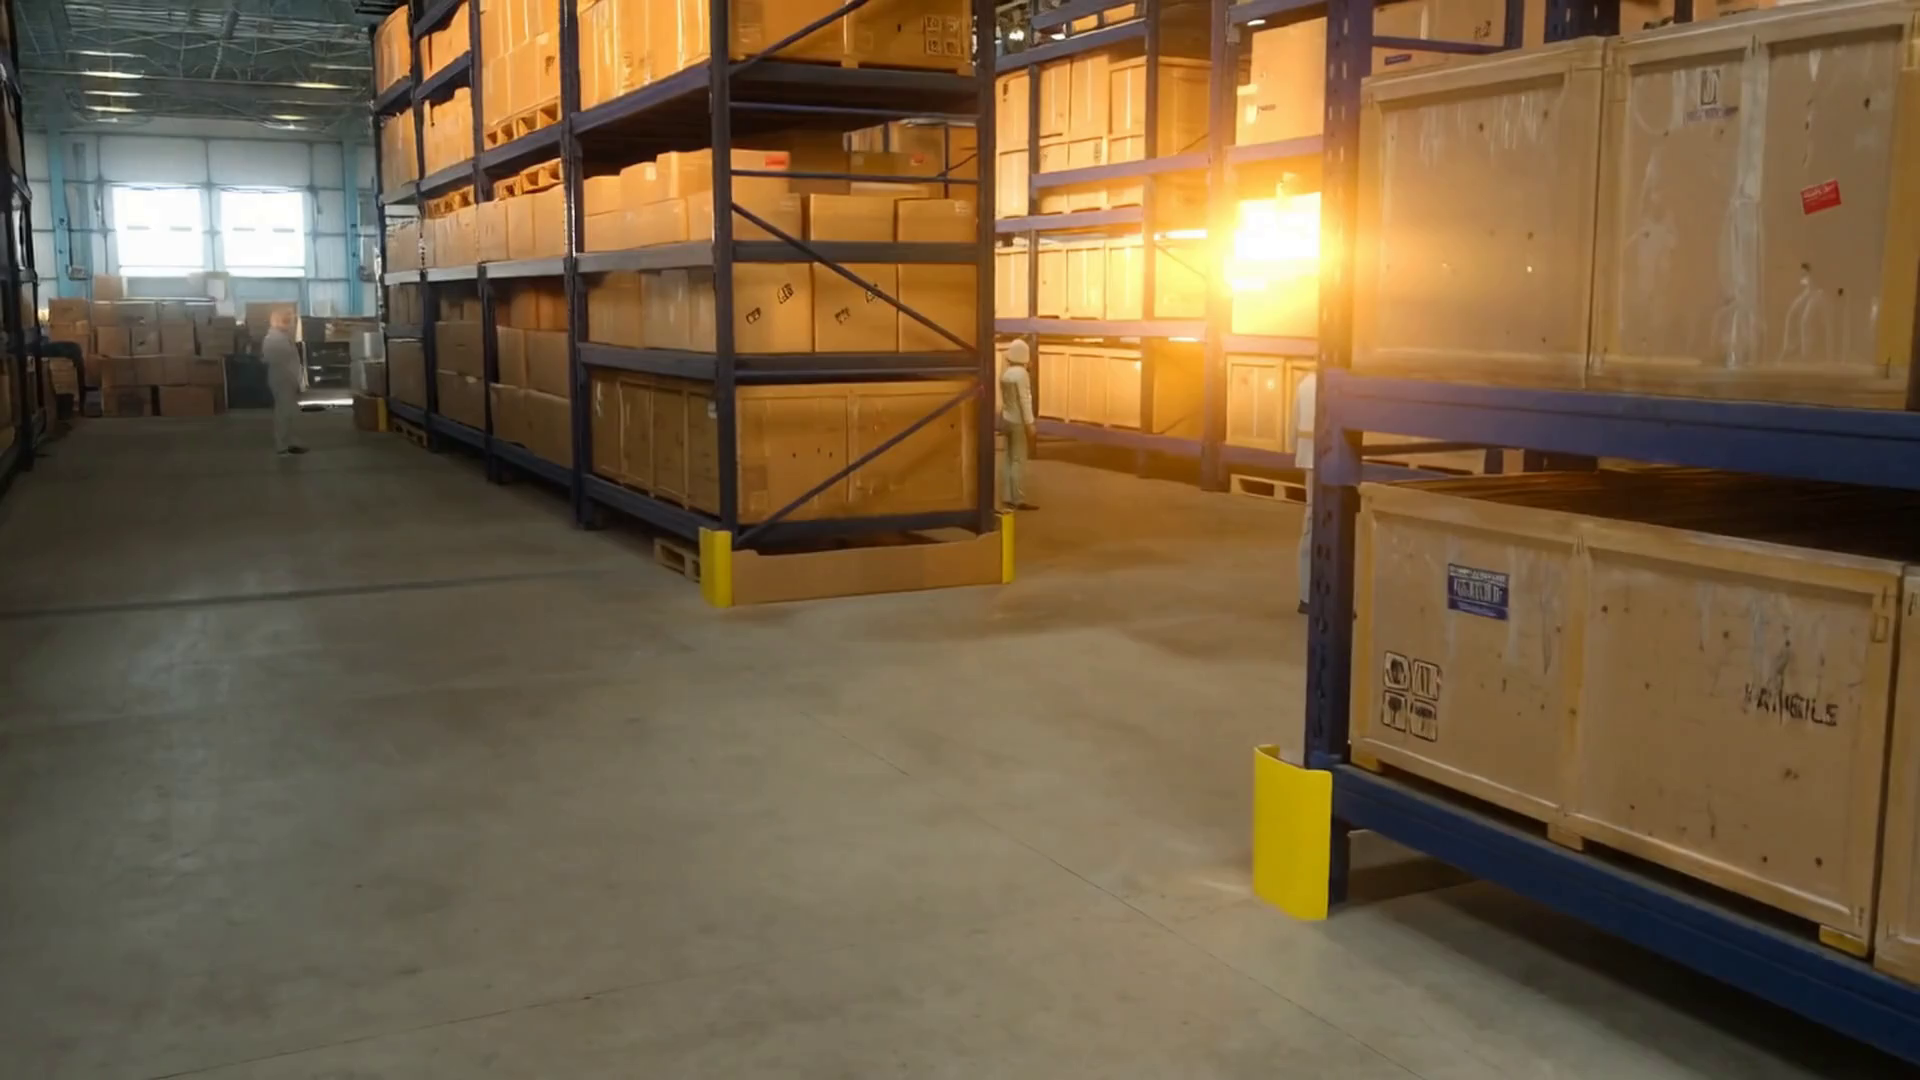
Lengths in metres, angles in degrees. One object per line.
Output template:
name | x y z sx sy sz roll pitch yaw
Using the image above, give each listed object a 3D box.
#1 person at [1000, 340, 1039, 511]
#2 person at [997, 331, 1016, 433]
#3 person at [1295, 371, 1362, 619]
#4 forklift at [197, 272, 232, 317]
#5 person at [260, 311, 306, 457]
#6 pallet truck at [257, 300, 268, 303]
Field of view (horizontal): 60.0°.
person | 0.552 -1.088 15.867 0.280 1.633 0.502 -4 9 -26
person | 0.705 -2.341 24.486 0.308 1.641 0.517 -4 9 -26
person | 2.335 -0.419 10.522 0.387 1.846 0.566 -4 9 -26
forklift | -22.655 -6.763 50.726 1.873 2.768 1.129 6 10 36
person | -8.692 -2.001 21.397 0.761 1.863 0.448 7 11 40
pallet truck | -23.913 -7.404 58.171 1.885 1.965 0.823 -1 8 -9
